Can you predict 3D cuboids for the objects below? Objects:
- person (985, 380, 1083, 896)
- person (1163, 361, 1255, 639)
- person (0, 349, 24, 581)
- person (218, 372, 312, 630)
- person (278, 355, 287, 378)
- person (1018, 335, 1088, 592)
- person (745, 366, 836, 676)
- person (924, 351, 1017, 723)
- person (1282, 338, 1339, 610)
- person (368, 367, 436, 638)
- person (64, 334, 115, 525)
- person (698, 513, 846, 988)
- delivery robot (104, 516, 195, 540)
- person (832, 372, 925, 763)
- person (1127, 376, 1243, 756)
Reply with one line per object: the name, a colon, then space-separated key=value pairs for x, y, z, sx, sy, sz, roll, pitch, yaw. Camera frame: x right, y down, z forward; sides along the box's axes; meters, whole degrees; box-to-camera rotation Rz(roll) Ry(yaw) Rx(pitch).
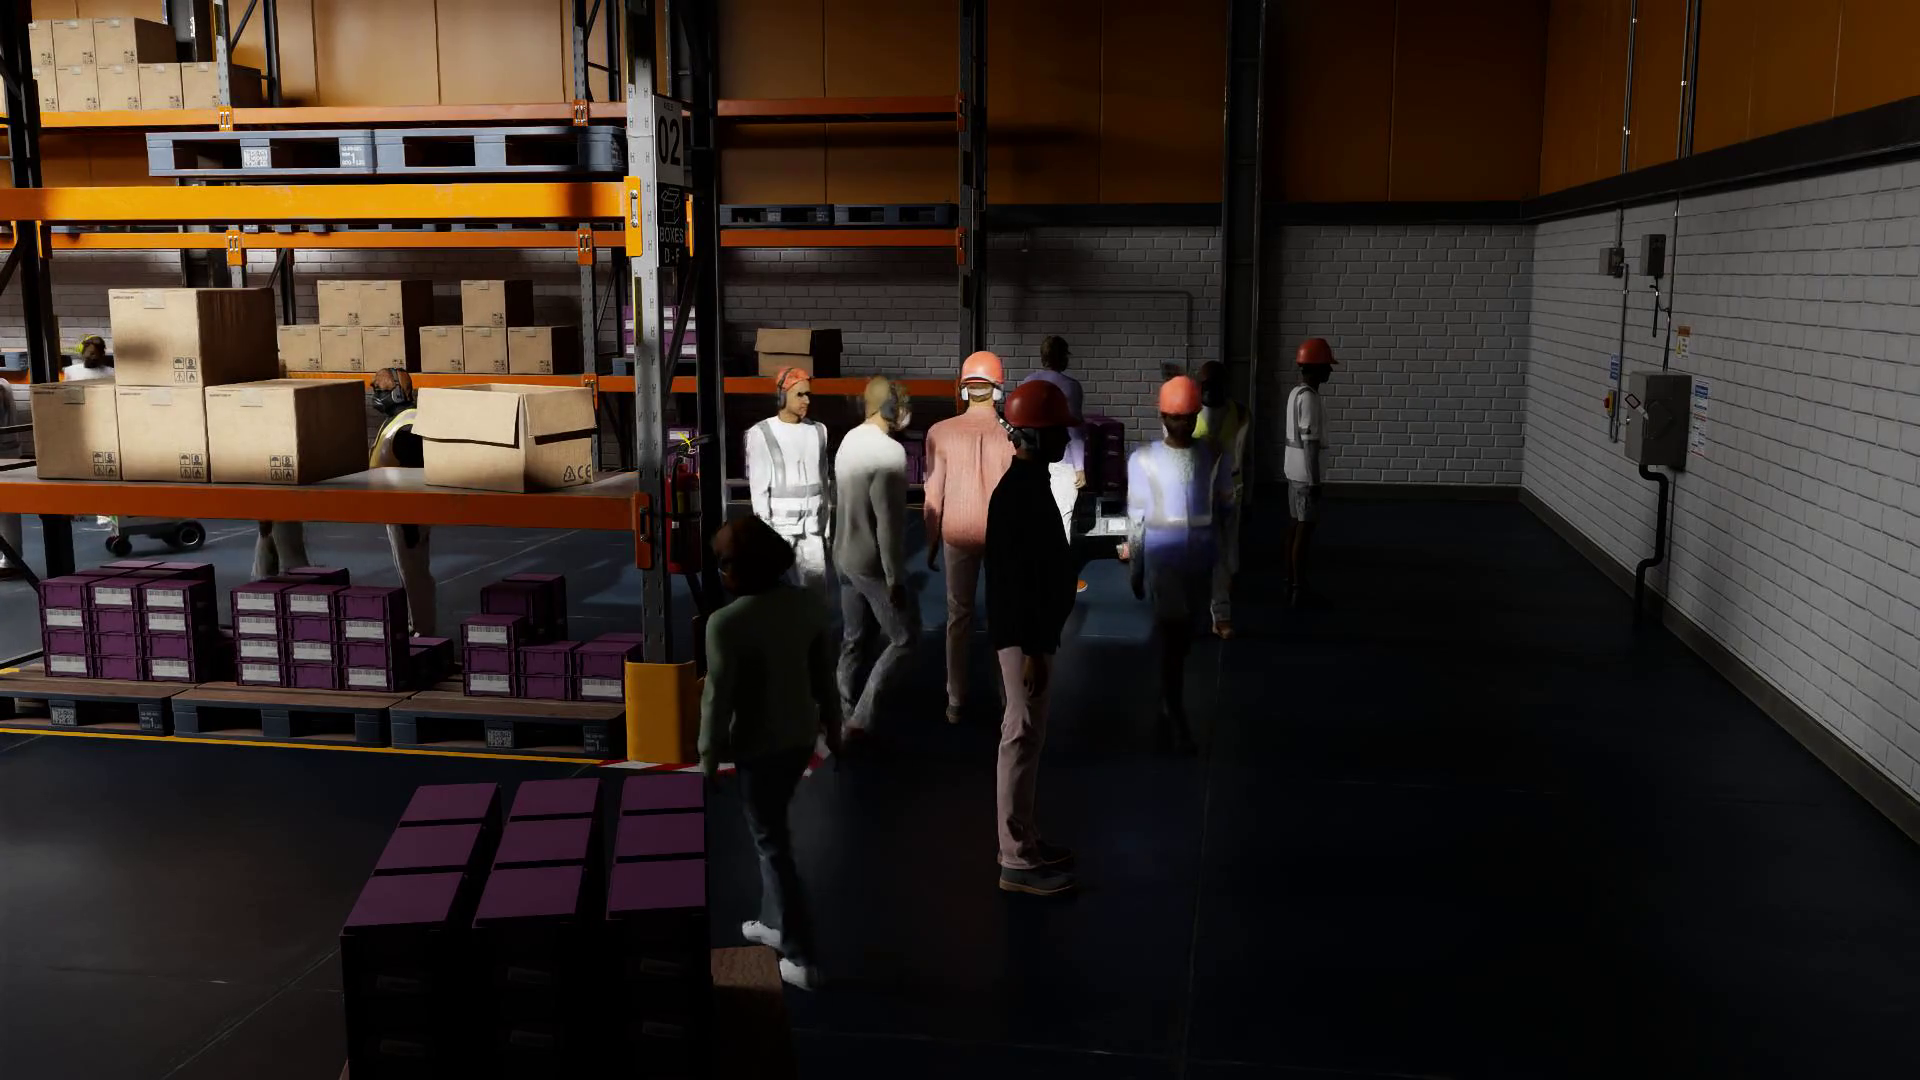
person: x=0.285 y=0.373 z=6.513 sx=0.377 sy=1.994 sz=0.612 roll=0 pitch=9 yaw=3
person: x=1.630 y=-0.255 z=10.910 sx=0.622 sy=1.837 sz=0.430 roll=-1 pitch=9 yaw=-4
person: x=-7.539 y=-0.616 z=12.996 sx=0.355 sy=1.882 sz=0.575 roll=-4 pitch=10 yaw=-24
person: x=-4.519 y=-0.238 z=10.919 sx=0.768 sy=1.798 sz=0.616 roll=-3 pitch=10 yaw=-18
person: x=-7.041 y=-1.240 z=16.752 sx=0.585 sy=1.921 sz=0.383 roll=-2 pitch=9 yaw=-10
person: x=0.693 y=-0.567 z=12.517 sx=0.627 sy=1.940 sz=0.371 roll=8 pitch=12 yaw=42
person: x=-0.944 y=-0.051 z=9.509 sx=0.598 sy=1.883 sz=0.403 roll=-9 pitch=12 yaw=-43
person: x=0.120 y=-0.009 z=8.892 sx=0.623 sy=1.989 sz=0.399 roll=1 pitch=9 yaw=5
person: x=2.513 y=-0.474 z=11.946 sx=0.358 sy=1.938 sz=0.542 roll=0 pitch=9 yaw=1
person: x=-3.415 y=-0.142 z=10.216 sx=0.428 sy=1.836 sz=0.625 roll=-4 pitch=10 yaw=-23
person: x=-8.278 y=-1.042 z=15.812 sx=0.651 sy=1.827 sz=0.393 roll=0 pitch=9 yaw=0
person: x=-0.698 y=0.697 z=5.684 sx=0.654 sy=1.602 sz=0.540 roll=9 pitch=13 yaw=43
delivery robot: x=-6.966 y=-0.214 z=14.320 sx=0.707 sy=0.478 sz=0.477 roll=-7 pitch=12 yaw=-38
person: x=-0.416 y=0.148 z=8.123 sx=0.418 sy=1.921 sz=0.662 roll=-6 pitch=11 yaw=-31
person: x=1.134 y=0.090 z=8.599 sx=0.554 sy=1.893 sz=0.985 roll=-1 pitch=9 yaw=-8
